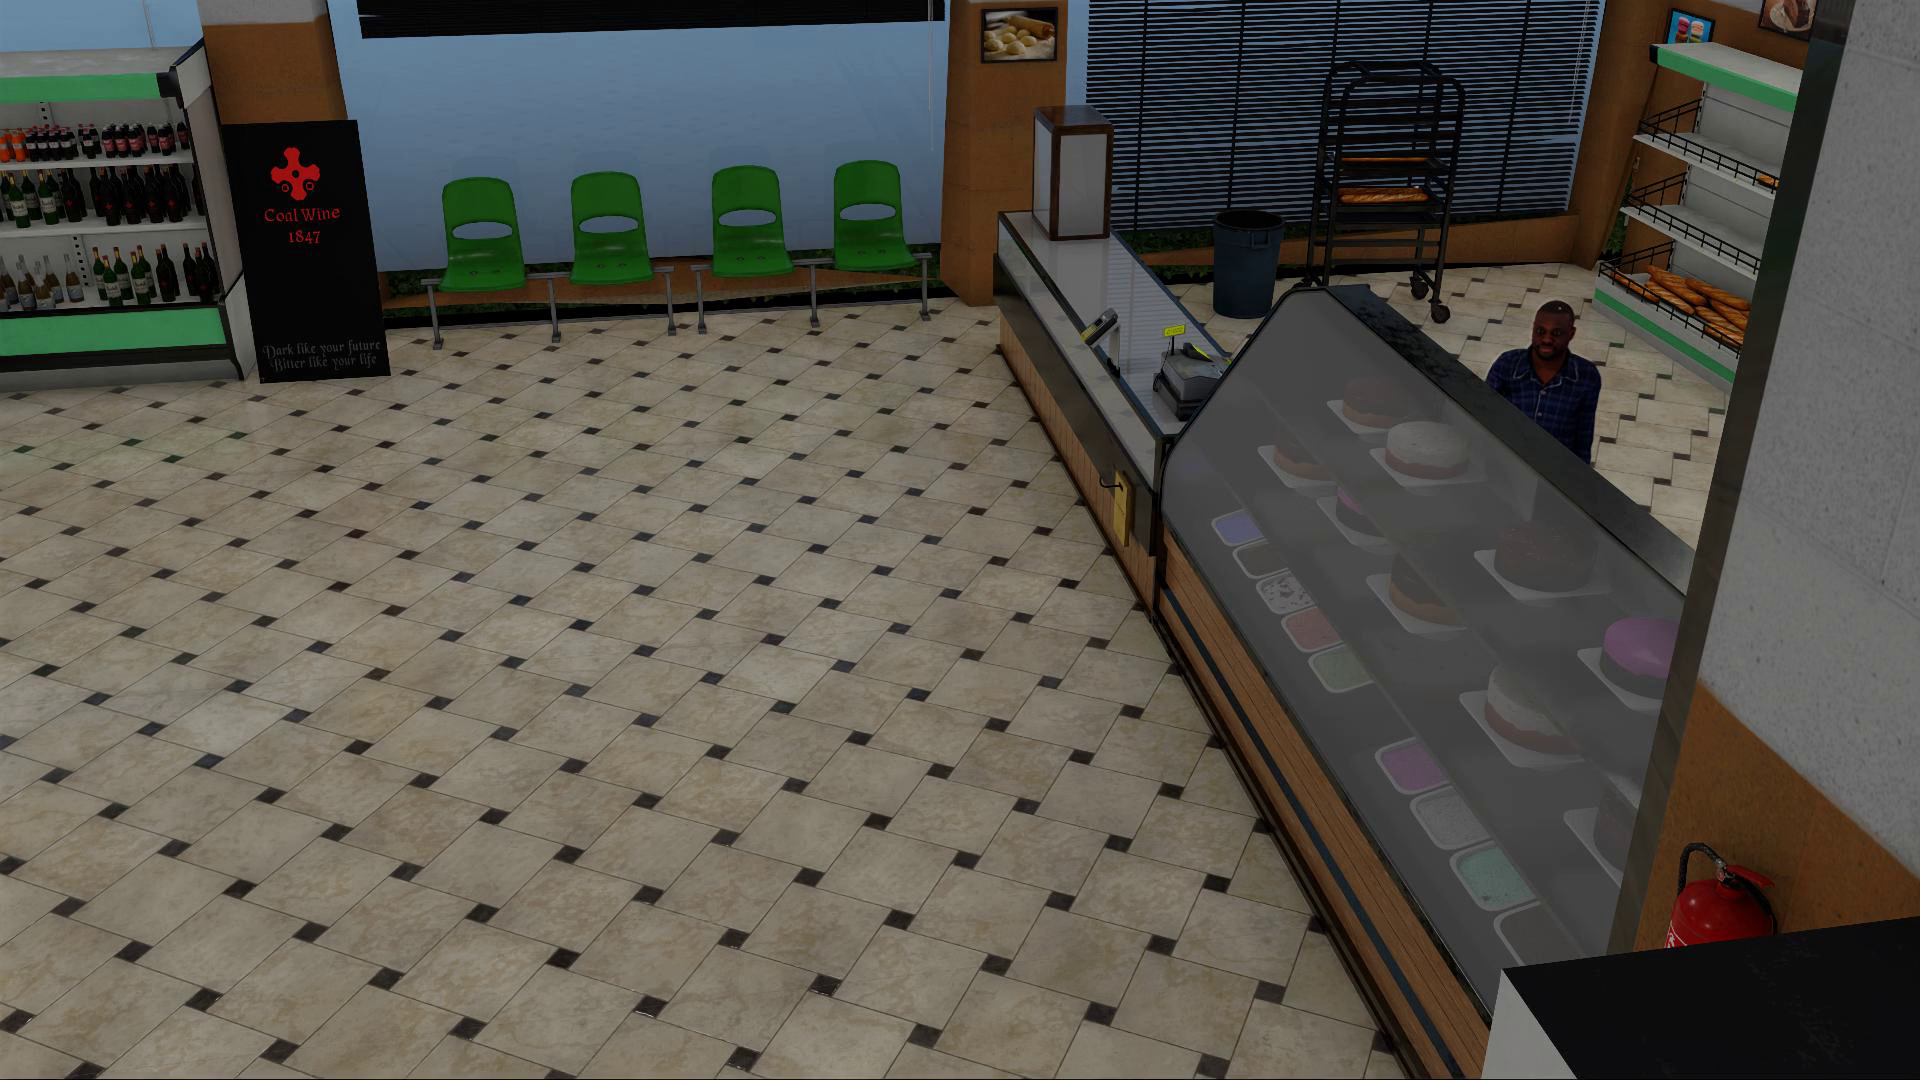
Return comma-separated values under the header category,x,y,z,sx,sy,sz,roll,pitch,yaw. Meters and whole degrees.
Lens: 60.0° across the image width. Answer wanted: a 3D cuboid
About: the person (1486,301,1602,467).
category,x,y,z,sx,sy,sz,roll,pitch,yaw
person,2.581,-0.223,7.569,0.720,1.823,0.835,9,28,18
